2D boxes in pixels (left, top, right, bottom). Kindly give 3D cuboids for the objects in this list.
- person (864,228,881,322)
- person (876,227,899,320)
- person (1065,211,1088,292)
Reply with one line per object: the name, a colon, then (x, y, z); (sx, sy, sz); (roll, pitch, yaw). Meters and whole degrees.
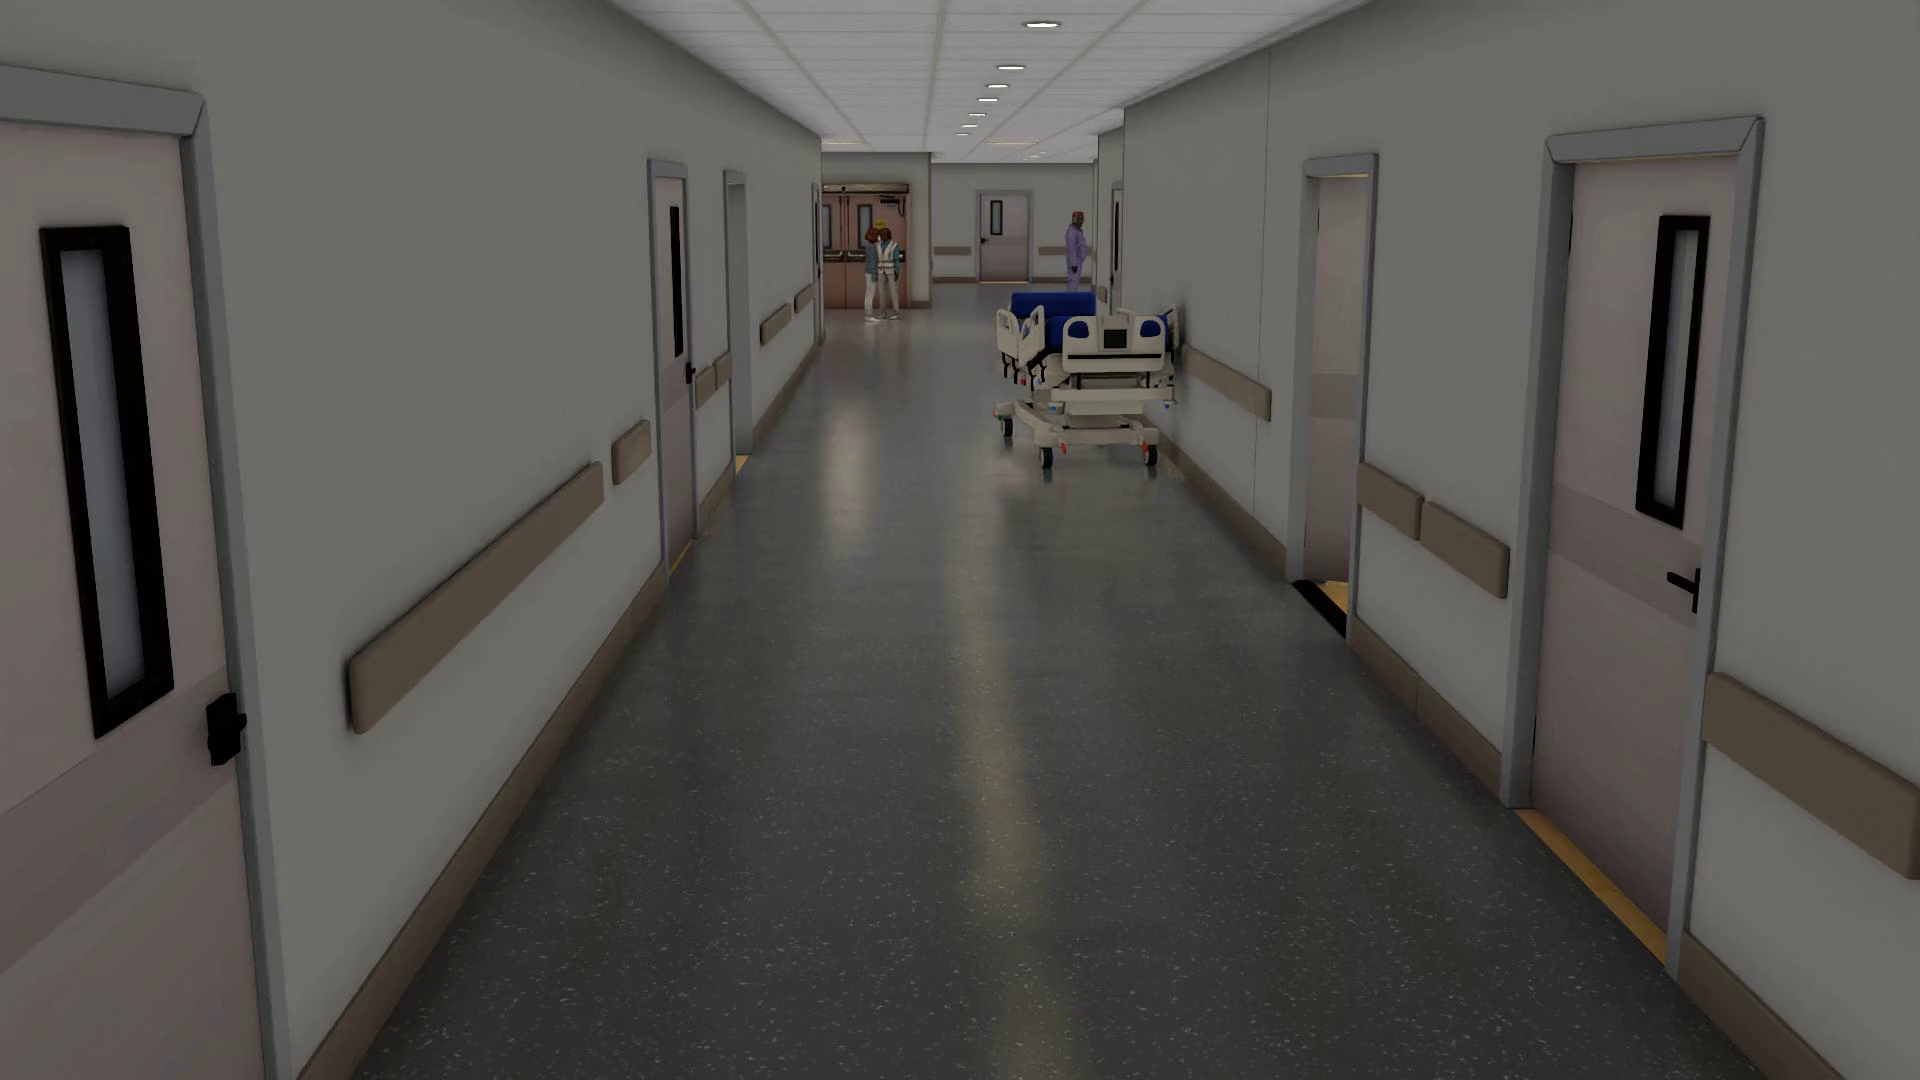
person: (-1.532, -4.620, 29.006); (0.279, 1.632, 0.502); (-2, 12, -8)
person: (-1.301, -4.737, 29.584); (0.524, 1.631, 0.316); (6, 13, 28)
person: (2.148, -5.091, 30.645); (0.404, 1.903, 0.636); (2, 12, 10)
